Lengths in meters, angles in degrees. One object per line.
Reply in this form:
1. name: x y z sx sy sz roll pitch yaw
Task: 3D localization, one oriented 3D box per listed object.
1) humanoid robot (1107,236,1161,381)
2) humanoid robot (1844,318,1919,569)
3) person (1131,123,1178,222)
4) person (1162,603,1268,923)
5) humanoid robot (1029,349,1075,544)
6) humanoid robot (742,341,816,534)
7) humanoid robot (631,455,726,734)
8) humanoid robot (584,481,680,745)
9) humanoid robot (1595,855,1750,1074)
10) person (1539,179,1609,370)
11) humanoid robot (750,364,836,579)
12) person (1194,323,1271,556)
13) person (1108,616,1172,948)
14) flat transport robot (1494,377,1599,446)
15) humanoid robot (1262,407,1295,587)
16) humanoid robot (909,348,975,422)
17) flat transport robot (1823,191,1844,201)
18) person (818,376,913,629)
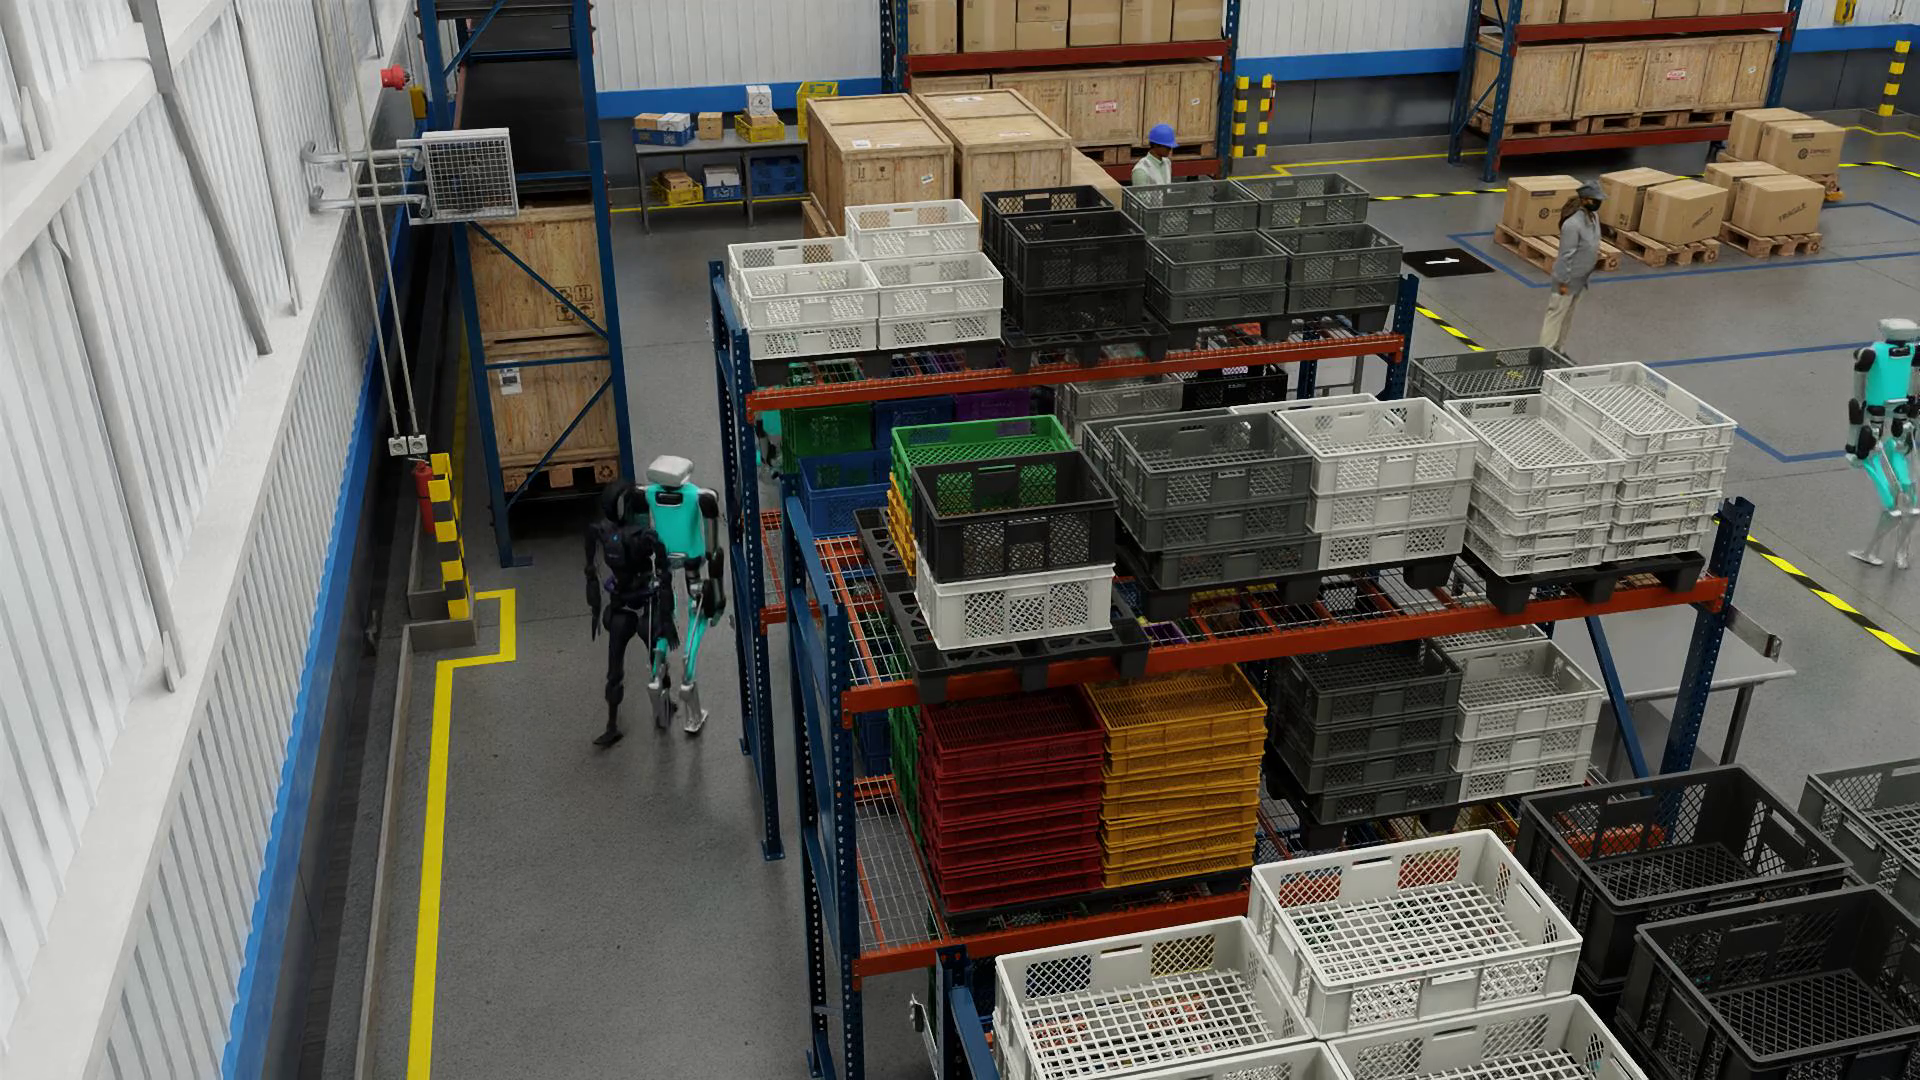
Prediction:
1. humanoid robot: 1.467 -1.800 13.884 0.549 1.767 0.889 -3 28 -6
2. humanoid robot: 6.552 -0.605 11.629 0.559 1.769 0.808 -6 28 -11
3. person: 1.852 -3.053 16.052 0.412 1.939 0.602 18 33 31
4. person: 1.273 1.127 8.221 0.619 1.845 0.430 -12 30 -22
5. humanoid robot: 0.638 -0.615 11.687 0.315 1.657 0.599 19 33 32
6. humanoid robot: -1.467 -0.892 12.189 0.934 1.775 0.569 -14 31 -25
7. humanoid robot: -1.669 0.447 9.665 0.543 1.832 0.668 5 28 10
8. humanoid robot: -1.925 0.447 9.706 0.589 1.639 0.641 8 29 14
9. humanoid robot: 2.674 2.038 6.685 0.745 1.856 0.538 -8 29 -14
10. person: 5.492 -2.370 14.931 0.396 1.769 0.565 22 35 35
11. humanoid robot: -1.073 -0.601 11.656 0.538 1.776 0.873 14 31 25
12. person: 1.860 -0.649 11.400 0.404 2.028 0.610 -25 37 -39
13. person: 0.893 1.155 8.176 0.404 1.829 0.599 5 28 10
14. flat transport robot: 4.780 -1.036 14.013 0.659 0.231 1.431 -6 28 -12
15. humanoid robot: 2.090 -0.134 10.800 0.374 1.648 0.597 1 28 3
16. humanoid robot: -0.095 -1.045 12.531 0.614 1.636 0.497 -19 33 -32
17. flat transport robot: 9.841 -4.248 20.077 1.431 0.197 0.652 -6 28 -12
18. person: -0.628 -0.263 10.838 0.700 1.876 0.357 -2 28 -4
